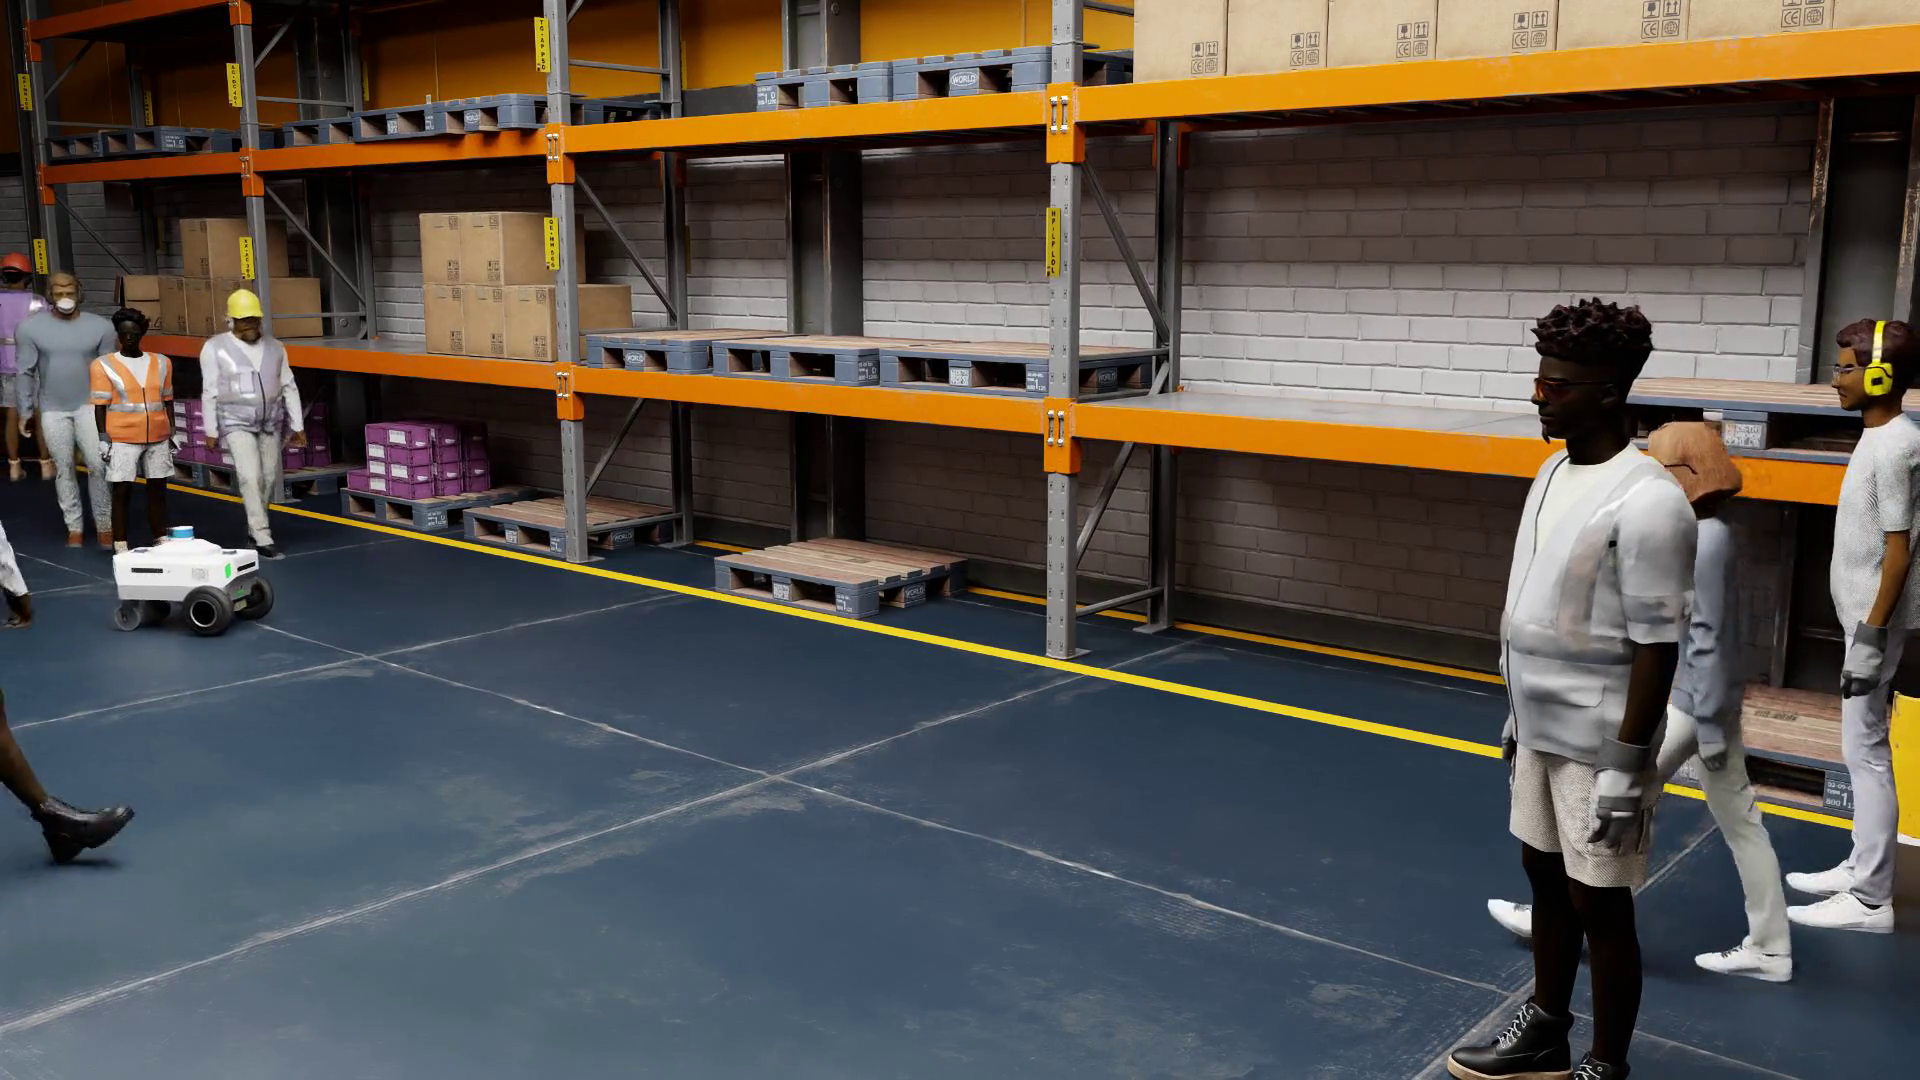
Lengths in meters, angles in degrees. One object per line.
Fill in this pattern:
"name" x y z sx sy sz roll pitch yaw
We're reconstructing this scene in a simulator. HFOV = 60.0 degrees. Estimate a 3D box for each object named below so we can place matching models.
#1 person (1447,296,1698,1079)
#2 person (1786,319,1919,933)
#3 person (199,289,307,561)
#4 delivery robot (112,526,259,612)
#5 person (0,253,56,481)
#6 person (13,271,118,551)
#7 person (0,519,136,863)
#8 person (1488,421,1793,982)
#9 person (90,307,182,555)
"person" 1.431 0.427 3.865 0.367 1.966 0.607 -1 10 -6
"person" 2.758 0.268 5.064 0.309 1.862 0.535 5 11 28
"person" -4.737 -0.774 11.169 0.630 1.801 0.610 8 13 38
"delivery robot" -4.229 0.168 9.088 0.707 0.478 0.477 1 10 7
"person" -8.371 -1.539 14.885 0.617 2.036 0.408 -2 10 -9
"person" -6.066 -0.857 11.340 0.654 1.911 0.792 -4 11 -24
"person" -3.272 0.167 5.537 0.948 1.892 0.574 -1 10 -7
"person" 2.016 0.457 4.754 0.836 1.582 0.492 6 12 30
"person" -5.327 -0.655 10.781 0.316 1.699 0.542 8 13 40
